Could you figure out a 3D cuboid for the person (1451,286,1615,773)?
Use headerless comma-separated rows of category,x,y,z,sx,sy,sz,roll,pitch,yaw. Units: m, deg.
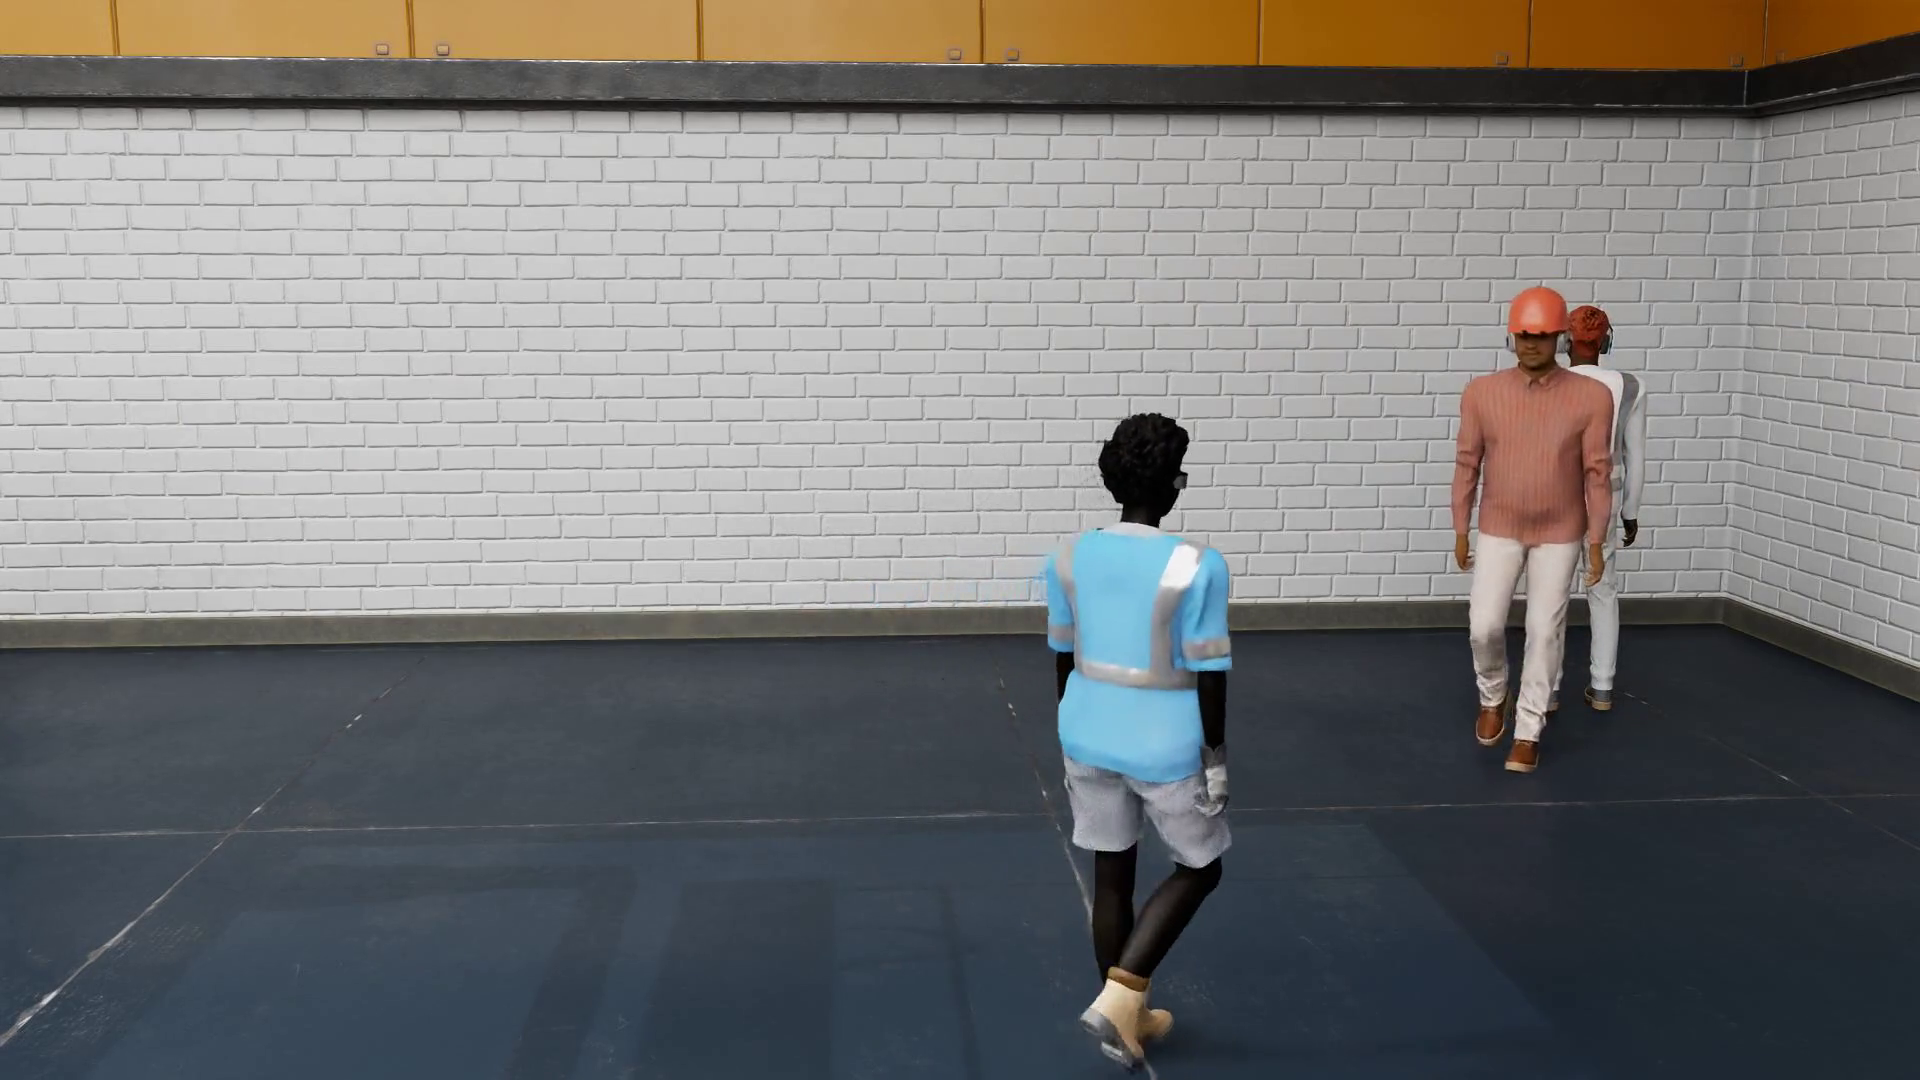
person,2.318,-0.038,6.781,0.630,1.976,0.481,4,10,22

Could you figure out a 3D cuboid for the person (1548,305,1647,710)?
person,2.871,-0.141,7.736,0.585,1.882,0.337,0,9,2

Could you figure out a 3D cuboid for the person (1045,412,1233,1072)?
person,0.428,0.523,4.158,0.550,1.683,0.424,7,11,38
